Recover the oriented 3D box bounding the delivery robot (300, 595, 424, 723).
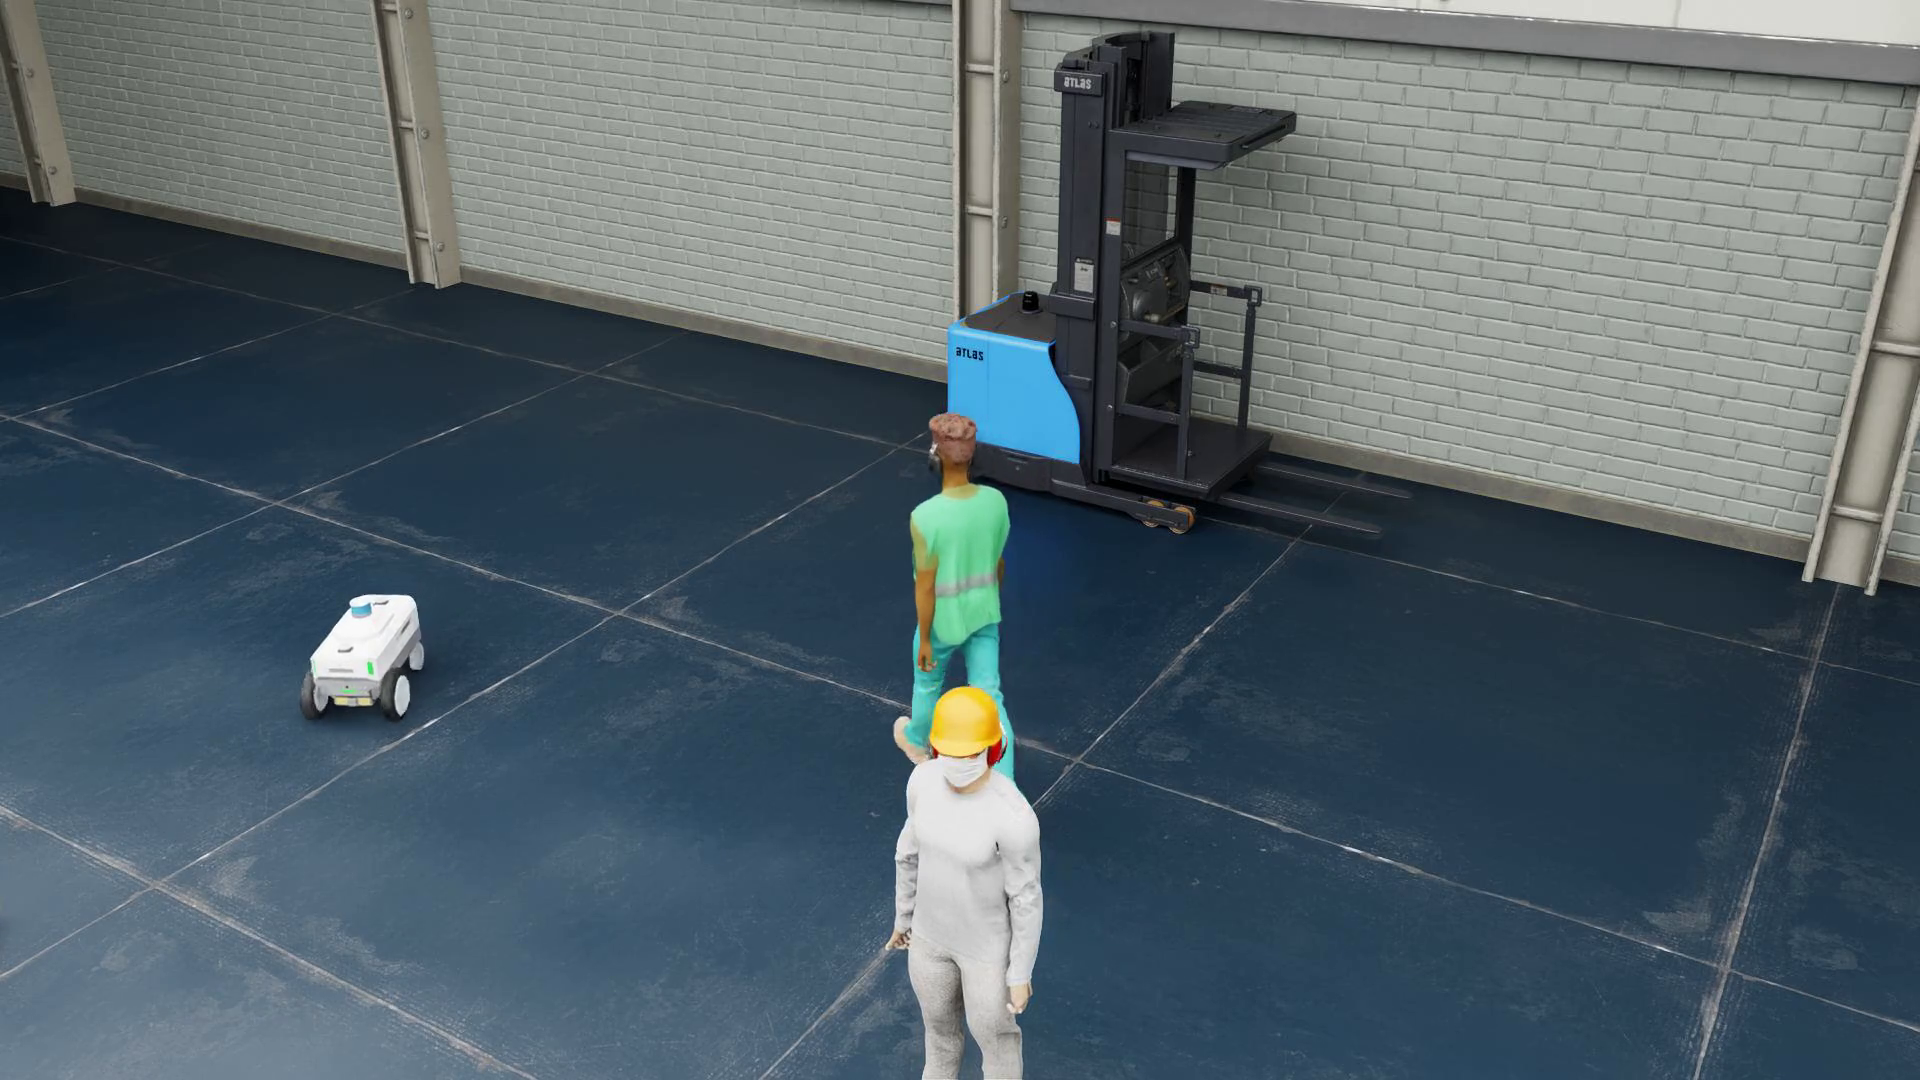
[{"bbox_3d":[-3.090,0.575,8.680,0.499,0.570,0.747,1,25,2],"label":"delivery robot"}]

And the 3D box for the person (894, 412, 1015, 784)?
[{"bbox_3d":[-0.012,0.332,7.620,0.499,1.924,1.045,-13,28,-26],"label":"person"}]

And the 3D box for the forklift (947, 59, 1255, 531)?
[{"bbox_3d":[0.933,-1.707,10.833,1.873,2.768,1.129,15,29,28],"label":"forklift"}]

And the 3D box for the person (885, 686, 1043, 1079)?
[{"bbox_3d":[0.014,1.321,5.561,0.572,1.898,0.349,17,30,32],"label":"person"}]
